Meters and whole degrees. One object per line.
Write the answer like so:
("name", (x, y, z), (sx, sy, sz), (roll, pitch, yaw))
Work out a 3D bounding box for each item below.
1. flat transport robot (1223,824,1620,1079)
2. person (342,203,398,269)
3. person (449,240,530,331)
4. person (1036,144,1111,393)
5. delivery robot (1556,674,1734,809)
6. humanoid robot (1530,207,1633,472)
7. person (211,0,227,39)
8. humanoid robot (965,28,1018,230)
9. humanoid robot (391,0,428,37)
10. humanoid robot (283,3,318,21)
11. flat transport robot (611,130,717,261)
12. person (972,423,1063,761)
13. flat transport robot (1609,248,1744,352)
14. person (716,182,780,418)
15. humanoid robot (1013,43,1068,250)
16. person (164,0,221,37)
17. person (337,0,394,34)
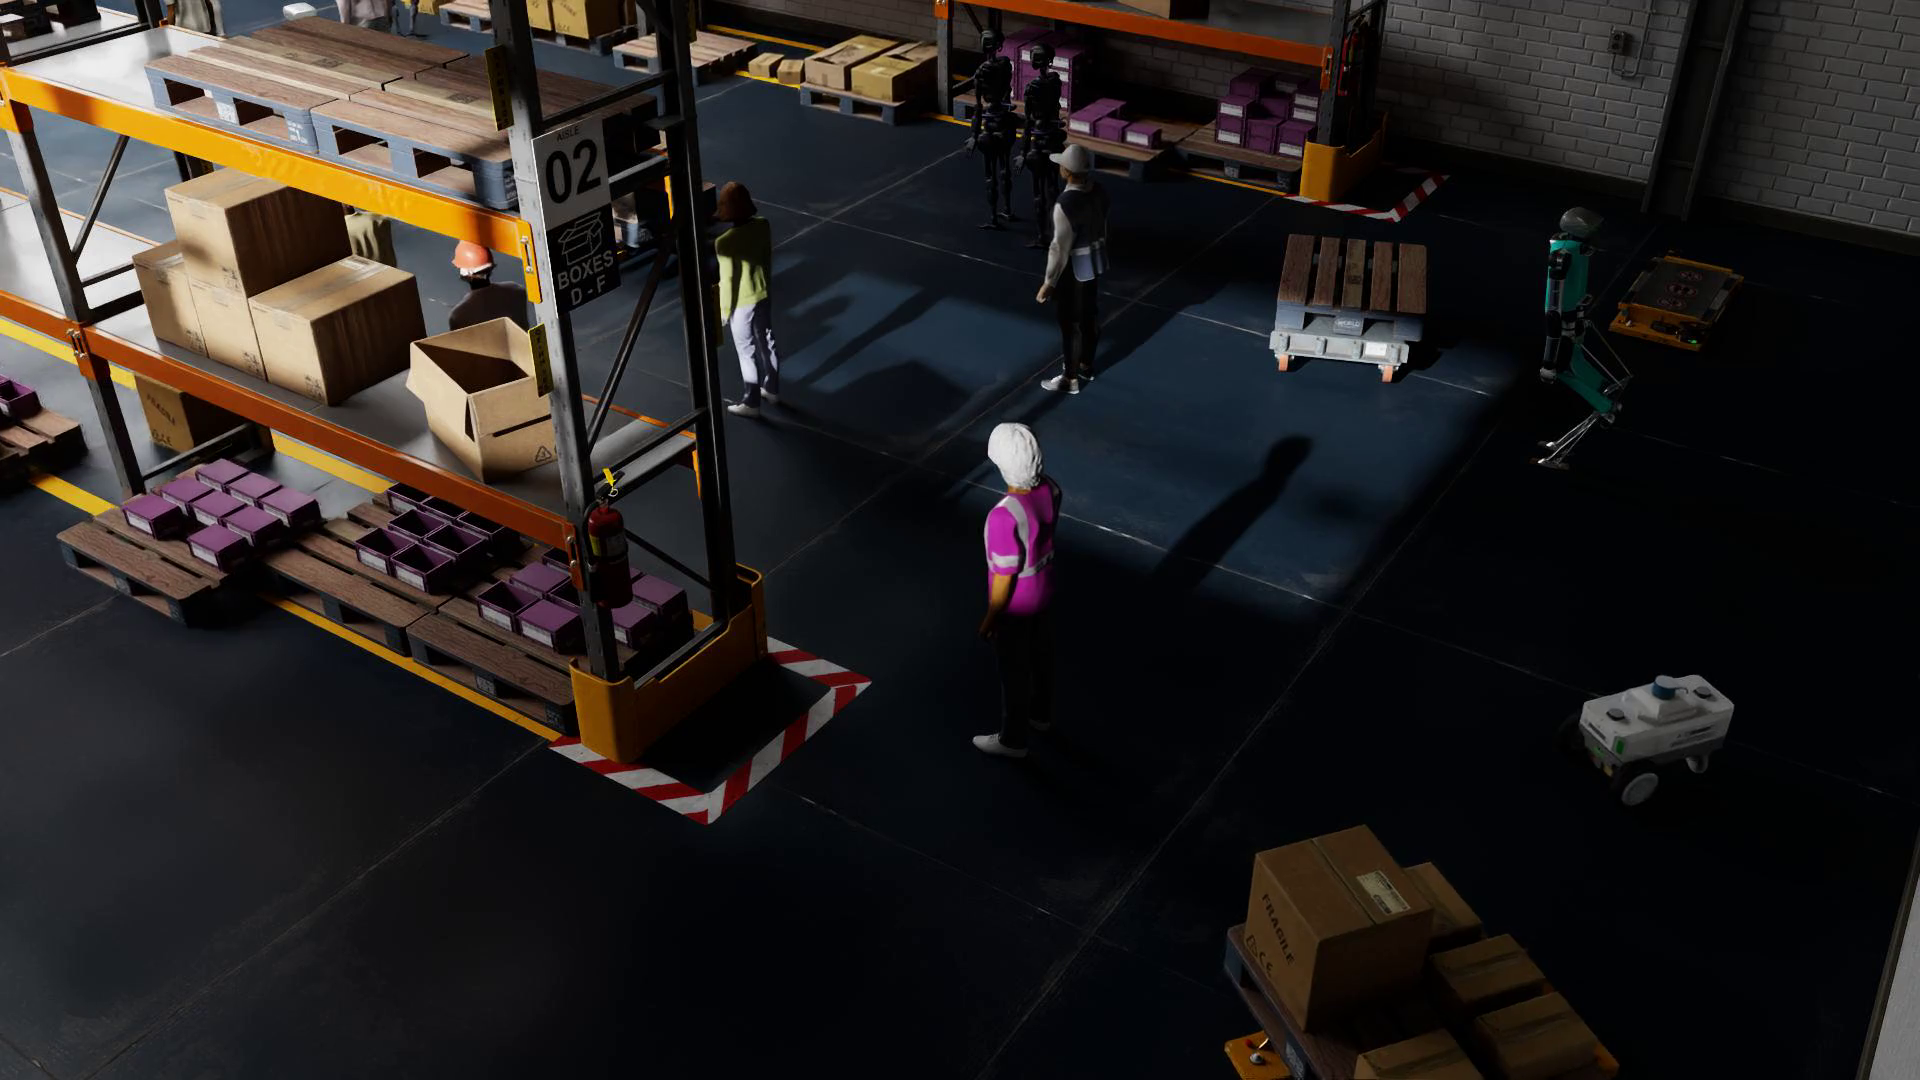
("flat transport robot", (1.860, 2.062, 6.704), (1.431, 0.231, 0.659), (-11, 35, -16))
("person", (-3.931, -1.594, 10.960), (0.330, 1.752, 0.561), (21, 38, 29))
("person", (-2.808, -1.000, 10.046), (0.330, 1.752, 0.561), (21, 38, 29))
("person", (0.783, -1.838, 11.330), (0.439, 1.759, 0.761), (21, 38, 29))
("delivery robot", (3.370, 0.942, 8.180), (0.784, 0.613, 0.512), (-11, 35, -16))
("humanoid robot", (3.883, -1.182, 10.221), (0.735, 1.677, 0.533), (20, 38, 27))
("person", (-8.444, -6.358, 18.156), (0.367, 1.897, 0.570), (21, 38, 29))
("humanoid robot", (0.276, -3.416, 13.819), (0.315, 1.657, 0.599), (20, 38, 27))
("humanoid robot", (-6.298, -6.385, 18.401), (0.617, 1.648, 0.451), (2, 33, 3))
("humanoid robot", (-5.221, -3.611, 13.955), (0.735, 1.677, 0.533), (20, 38, 27))
("flat transport robot", (-2.763, -2.661, 13.963), (0.659, 0.231, 1.431), (20, 38, 27))
("person", (0.274, 0.255, 8.033), (0.340, 1.848, 0.512), (21, 38, 29))
("flat transport robot", (5.497, -1.843, 12.706), (0.659, 0.231, 1.431), (20, 38, 27))
("person", (-1.423, -1.594, 11.069), (0.282, 1.633, 0.498), (21, 38, 29))
("humanoid robot", (0.664, -3.187, 13.468), (0.315, 1.657, 0.599), (20, 38, 27))
("person", (-7.279, -4.804, 15.797), (0.331, 1.864, 0.516), (21, 38, 29))
("person", (-5.735, -5.042, 16.094), (0.375, 1.940, 0.627), (21, 38, 29))
